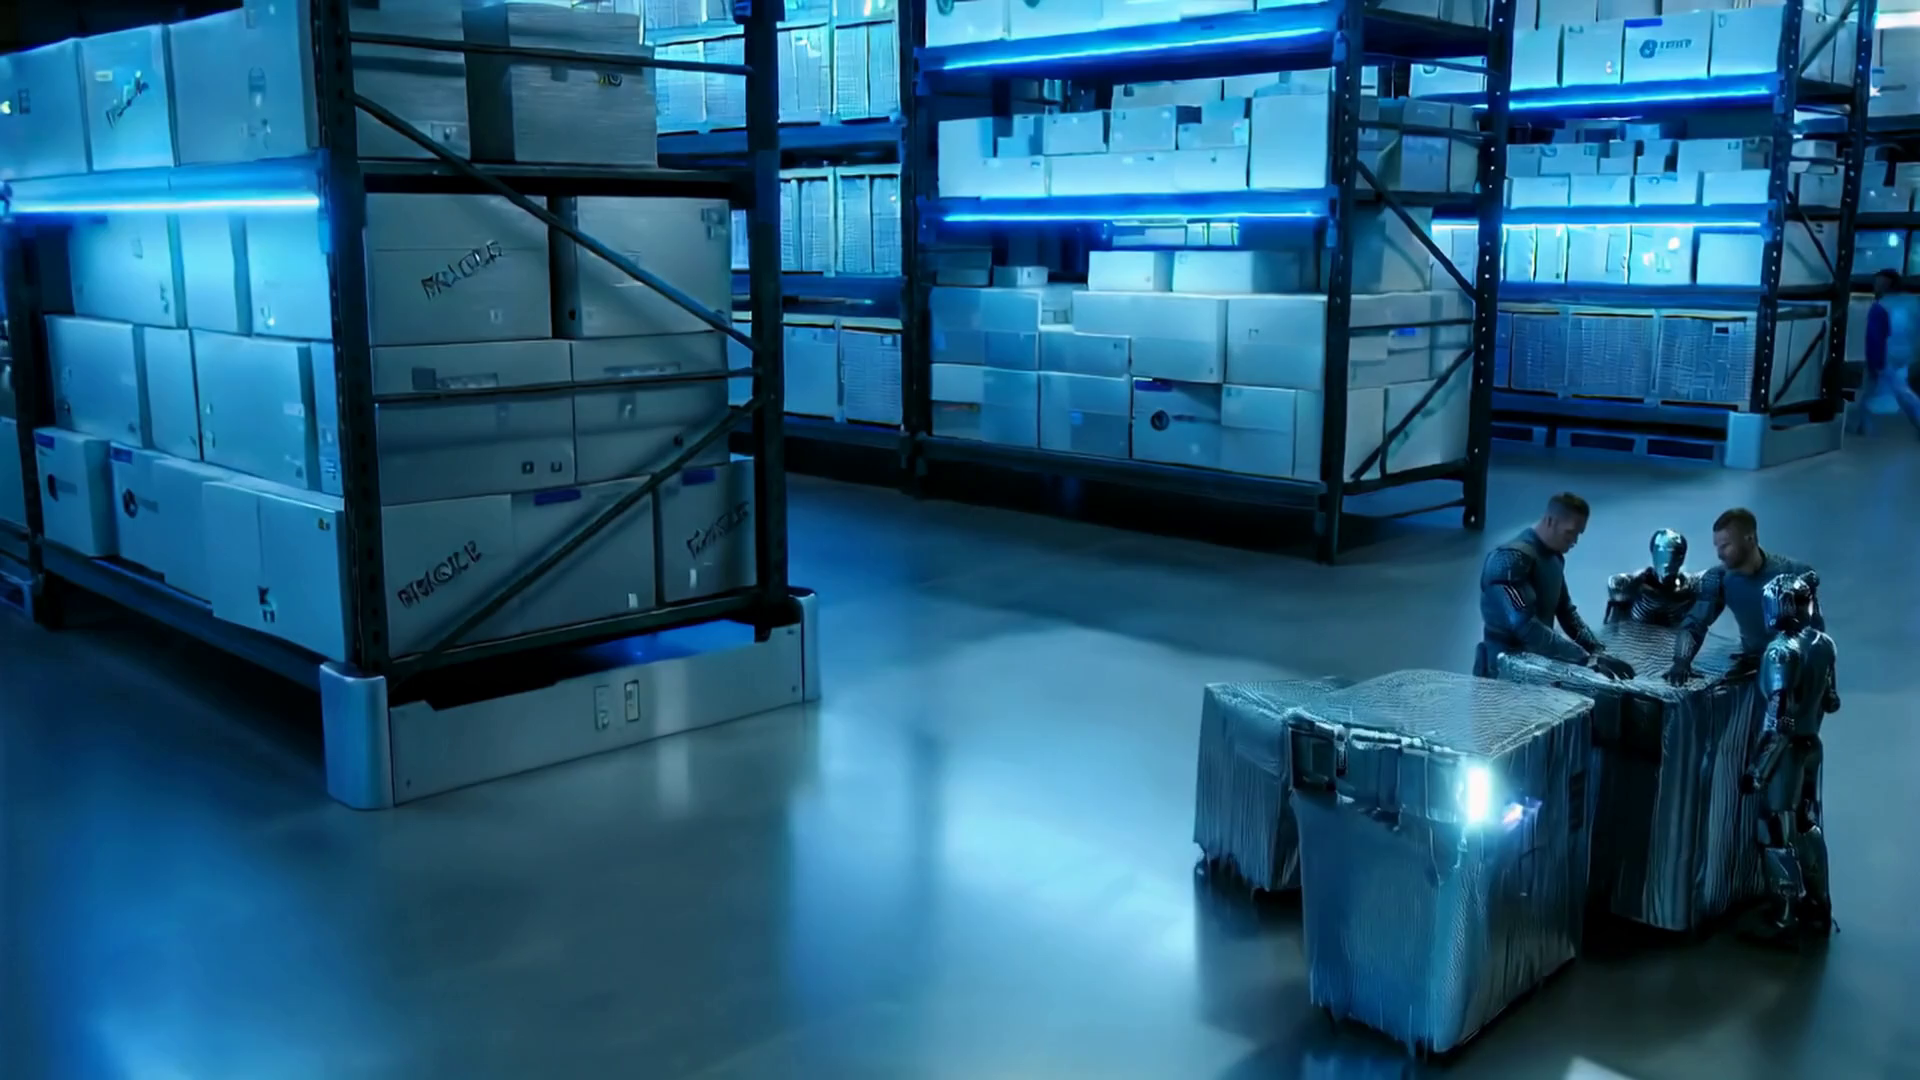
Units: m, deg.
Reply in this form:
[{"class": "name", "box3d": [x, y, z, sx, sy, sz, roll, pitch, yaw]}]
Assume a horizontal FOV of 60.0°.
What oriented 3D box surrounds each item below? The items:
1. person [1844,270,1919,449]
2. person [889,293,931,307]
[{"class": "person", "box3d": [9.379, -1.806, 16.705, 0.616, 1.795, 0.910, -4, 11, -21]}, {"class": "person", "box3d": [-0.604, -2.661, 21.080, 0.581, 1.882, 0.808, -4, 11, -20]}]
